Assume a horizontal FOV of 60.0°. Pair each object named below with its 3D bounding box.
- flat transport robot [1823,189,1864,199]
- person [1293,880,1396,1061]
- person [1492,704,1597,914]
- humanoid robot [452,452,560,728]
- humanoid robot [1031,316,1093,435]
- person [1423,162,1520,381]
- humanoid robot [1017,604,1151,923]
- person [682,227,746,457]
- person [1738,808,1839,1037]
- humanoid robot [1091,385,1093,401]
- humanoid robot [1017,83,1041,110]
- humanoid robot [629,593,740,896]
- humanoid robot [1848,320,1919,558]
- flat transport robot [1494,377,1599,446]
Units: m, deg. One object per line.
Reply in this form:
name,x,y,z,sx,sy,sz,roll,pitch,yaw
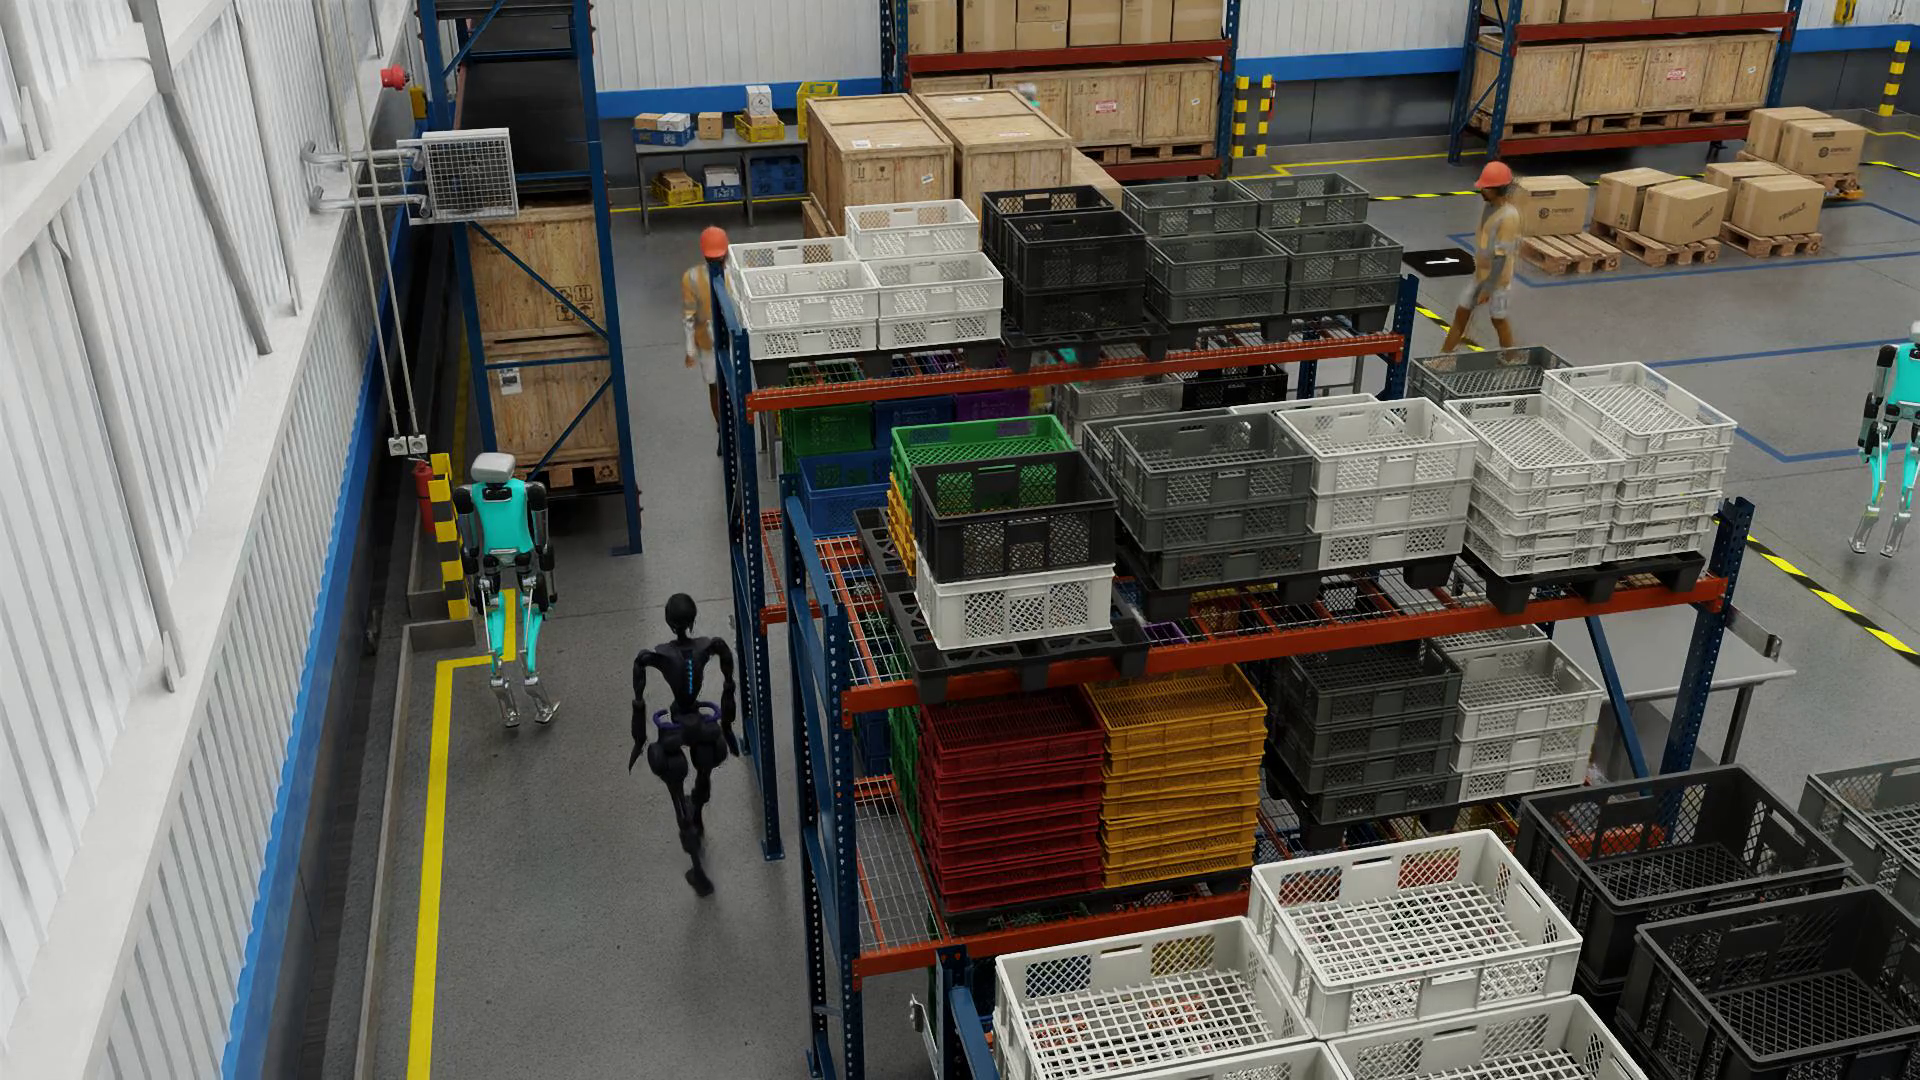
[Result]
flat transport robot,10.109,-4.278,20.133,1.431,0.197,0.652,-6,28,-12
person,1.481,2.026,6.492,1.018,1.863,0.595,-9,29,-16
person,2.630,1.476,7.670,0.503,1.738,0.404,-18,33,-31
humanoid robot,-2.621,0.373,9.620,0.533,1.677,0.735,-2,28,-4
humanoid robot,0.636,-0.781,11.968,0.865,1.782,0.544,-10,29,-18
person,4.558,-2.314,14.591,0.952,1.997,0.623,-4,28,-7
humanoid robot,0.551,1.216,8.193,0.815,1.794,0.578,-25,36,-38
person,-1.911,-1.539,13.198,0.550,1.922,0.514,-1,28,-2
person,3.486,1.843,6.909,0.908,1.801,0.564,-19,33,-31
humanoid robot,0.838,-0.314,11.141,0.609,1.634,0.616,17,32,29
humanoid robot,0.495,-4.041,18.260,0.749,1.890,0.545,-6,28,-11
humanoid robot,-1.451,1.008,8.662,0.592,1.630,0.760,-13,30,-23
humanoid robot,6.519,-0.637,11.532,0.533,1.681,0.735,13,30,23
flat transport robot,4.780,-1.036,14.013,0.659,0.231,1.431,-6,28,-12
